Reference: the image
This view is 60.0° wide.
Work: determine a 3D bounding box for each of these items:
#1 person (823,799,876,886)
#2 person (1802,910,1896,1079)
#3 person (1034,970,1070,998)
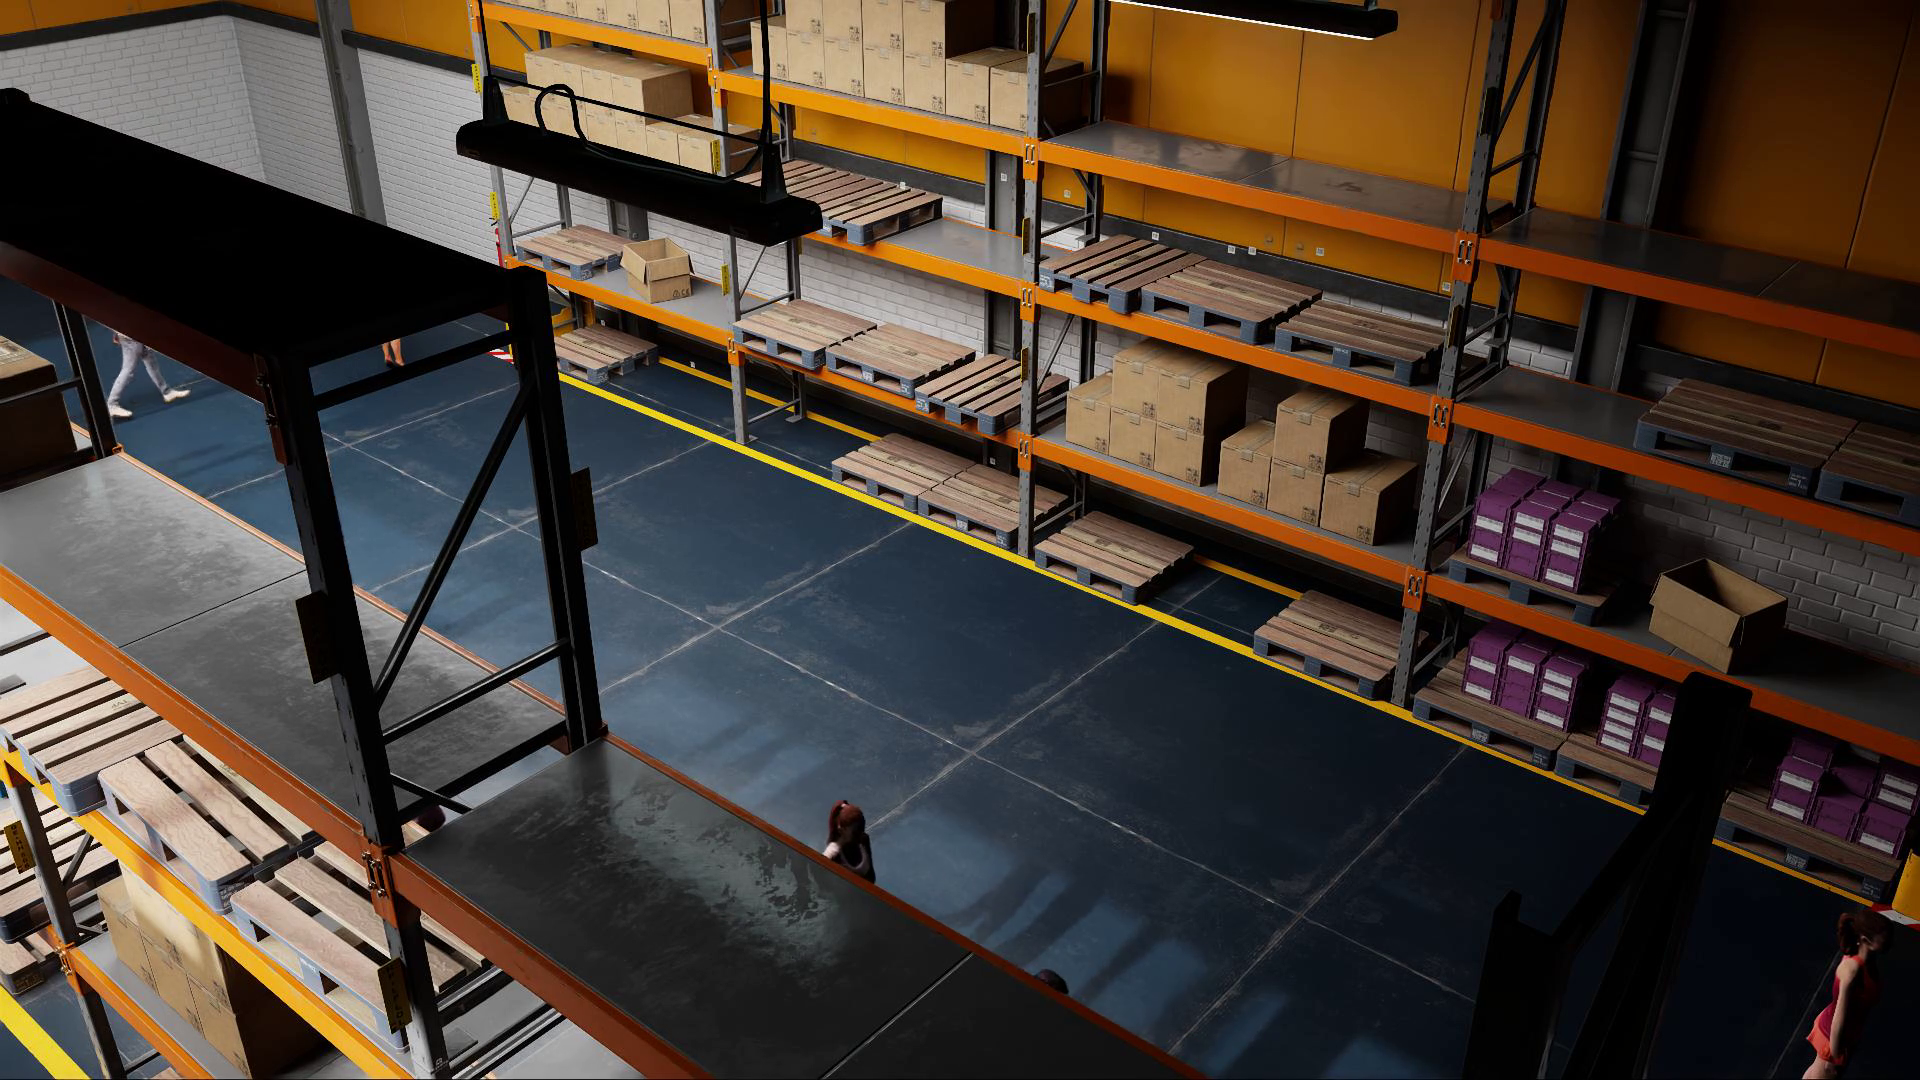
[{"bbox_3d":[-0.763,2.337,10.455,1.108,1.723,0.663,18,33,29],"label":"person"},{"bbox_3d":[5.035,2.824,9.530,0.569,1.753,0.574,18,34,30],"label":"person"},{"bbox_3d":[0.422,3.020,9.361,0.854,1.570,1.171,-16,33,-27],"label":"person"}]
